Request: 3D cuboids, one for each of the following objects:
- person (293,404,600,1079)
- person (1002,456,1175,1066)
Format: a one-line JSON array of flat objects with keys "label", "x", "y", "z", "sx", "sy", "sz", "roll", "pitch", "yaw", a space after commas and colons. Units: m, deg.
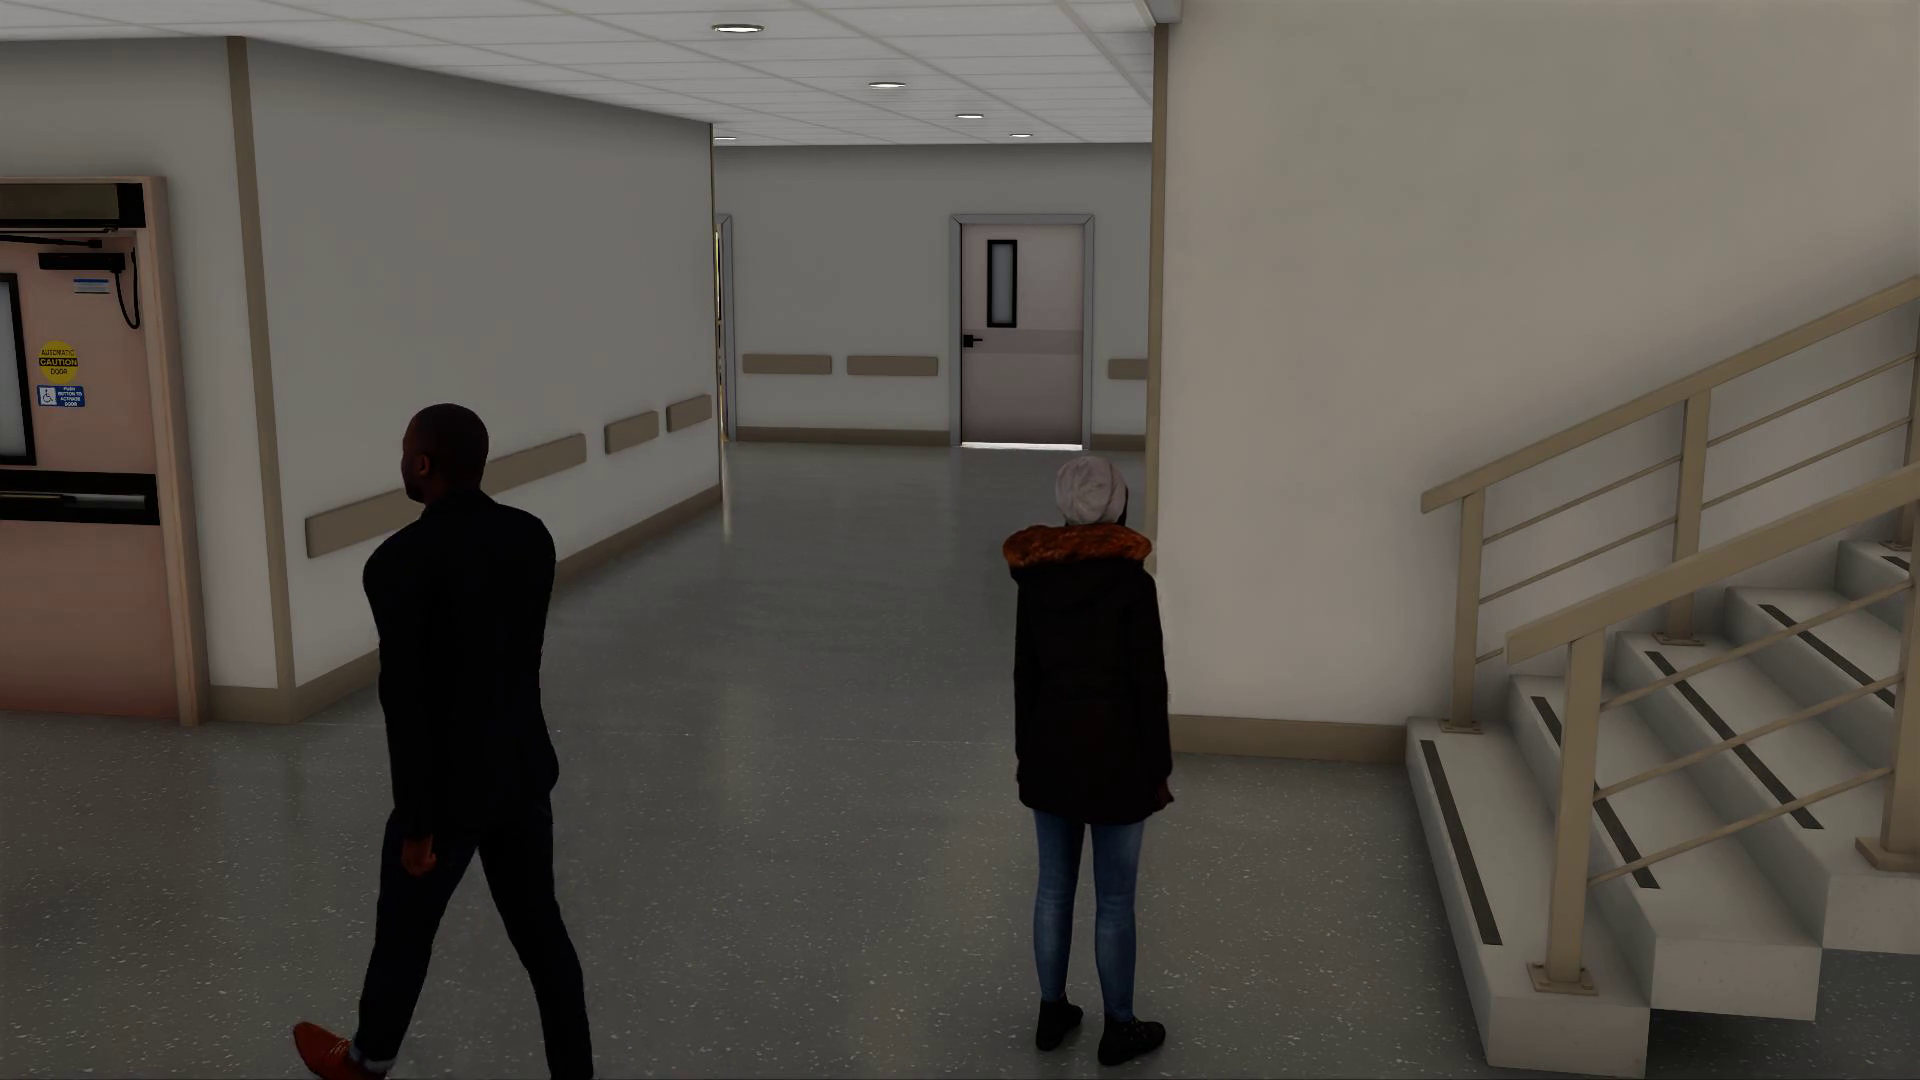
[{"label": "person", "x": -1.058, "y": 0.611, "z": 3.859, "sx": 1.238, "sy": 1.780, "sz": 0.997, "roll": 6, "pitch": 12, "yaw": 30}, {"label": "person", "x": 0.342, "y": 0.579, "z": 4.418, "sx": 0.674, "sy": 1.633, "sz": 0.781, "roll": 7, "pitch": 13, "yaw": 34}]
